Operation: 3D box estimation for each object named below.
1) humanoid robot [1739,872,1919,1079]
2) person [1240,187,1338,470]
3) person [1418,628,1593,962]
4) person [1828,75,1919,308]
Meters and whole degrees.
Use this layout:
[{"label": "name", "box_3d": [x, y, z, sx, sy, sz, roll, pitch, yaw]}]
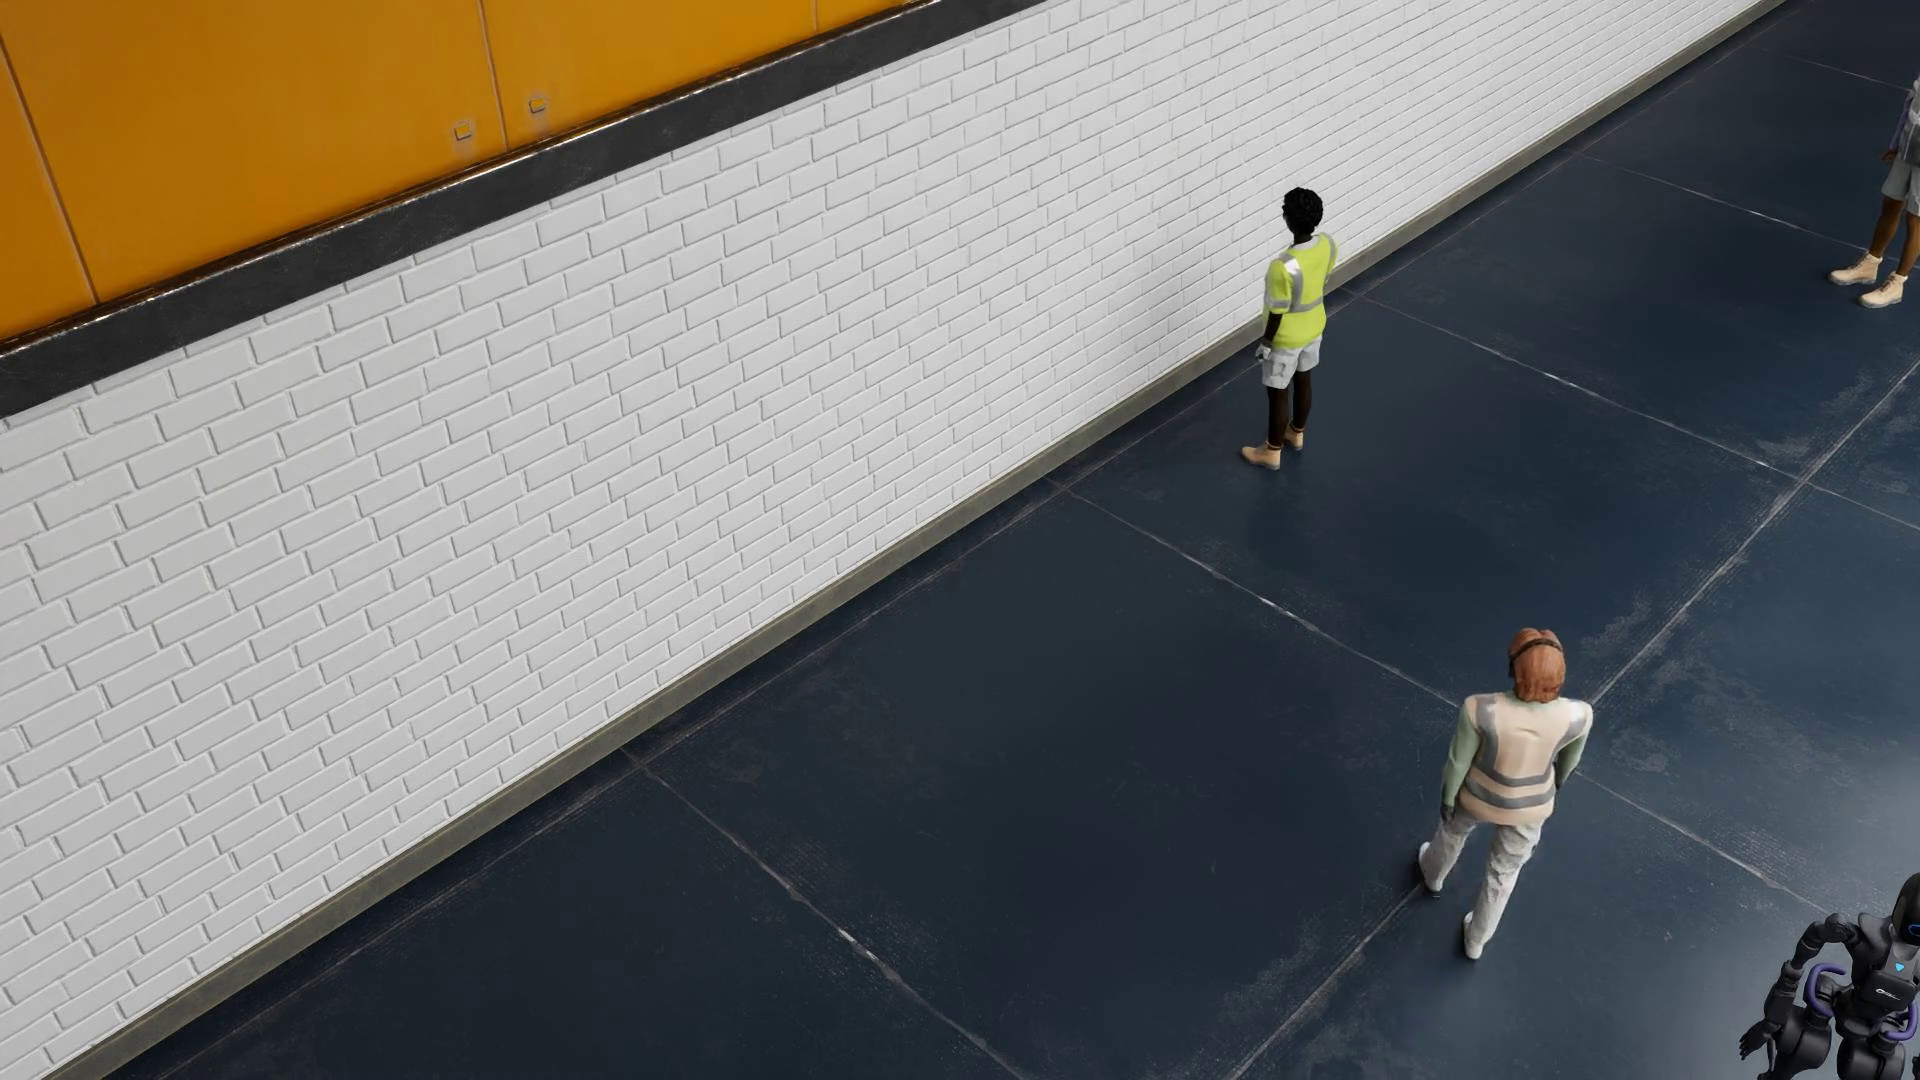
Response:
[{"label": "humanoid robot", "box_3d": [3.020, 1.701, 5.654, 0.599, 1.657, 0.315, 17, 42, 20]}, {"label": "person", "box_3d": [1.832, -1.162, 9.228, 0.322, 1.696, 0.531, 32, 48, 33]}, {"label": "person", "box_3d": [2.167, 0.949, 6.655, 0.522, 1.618, 0.658, 7, 39, 8]}, {"label": "person", "box_3d": [6.101, -2.439, 10.551, 0.394, 2.043, 0.607, -6, 39, -8]}]
